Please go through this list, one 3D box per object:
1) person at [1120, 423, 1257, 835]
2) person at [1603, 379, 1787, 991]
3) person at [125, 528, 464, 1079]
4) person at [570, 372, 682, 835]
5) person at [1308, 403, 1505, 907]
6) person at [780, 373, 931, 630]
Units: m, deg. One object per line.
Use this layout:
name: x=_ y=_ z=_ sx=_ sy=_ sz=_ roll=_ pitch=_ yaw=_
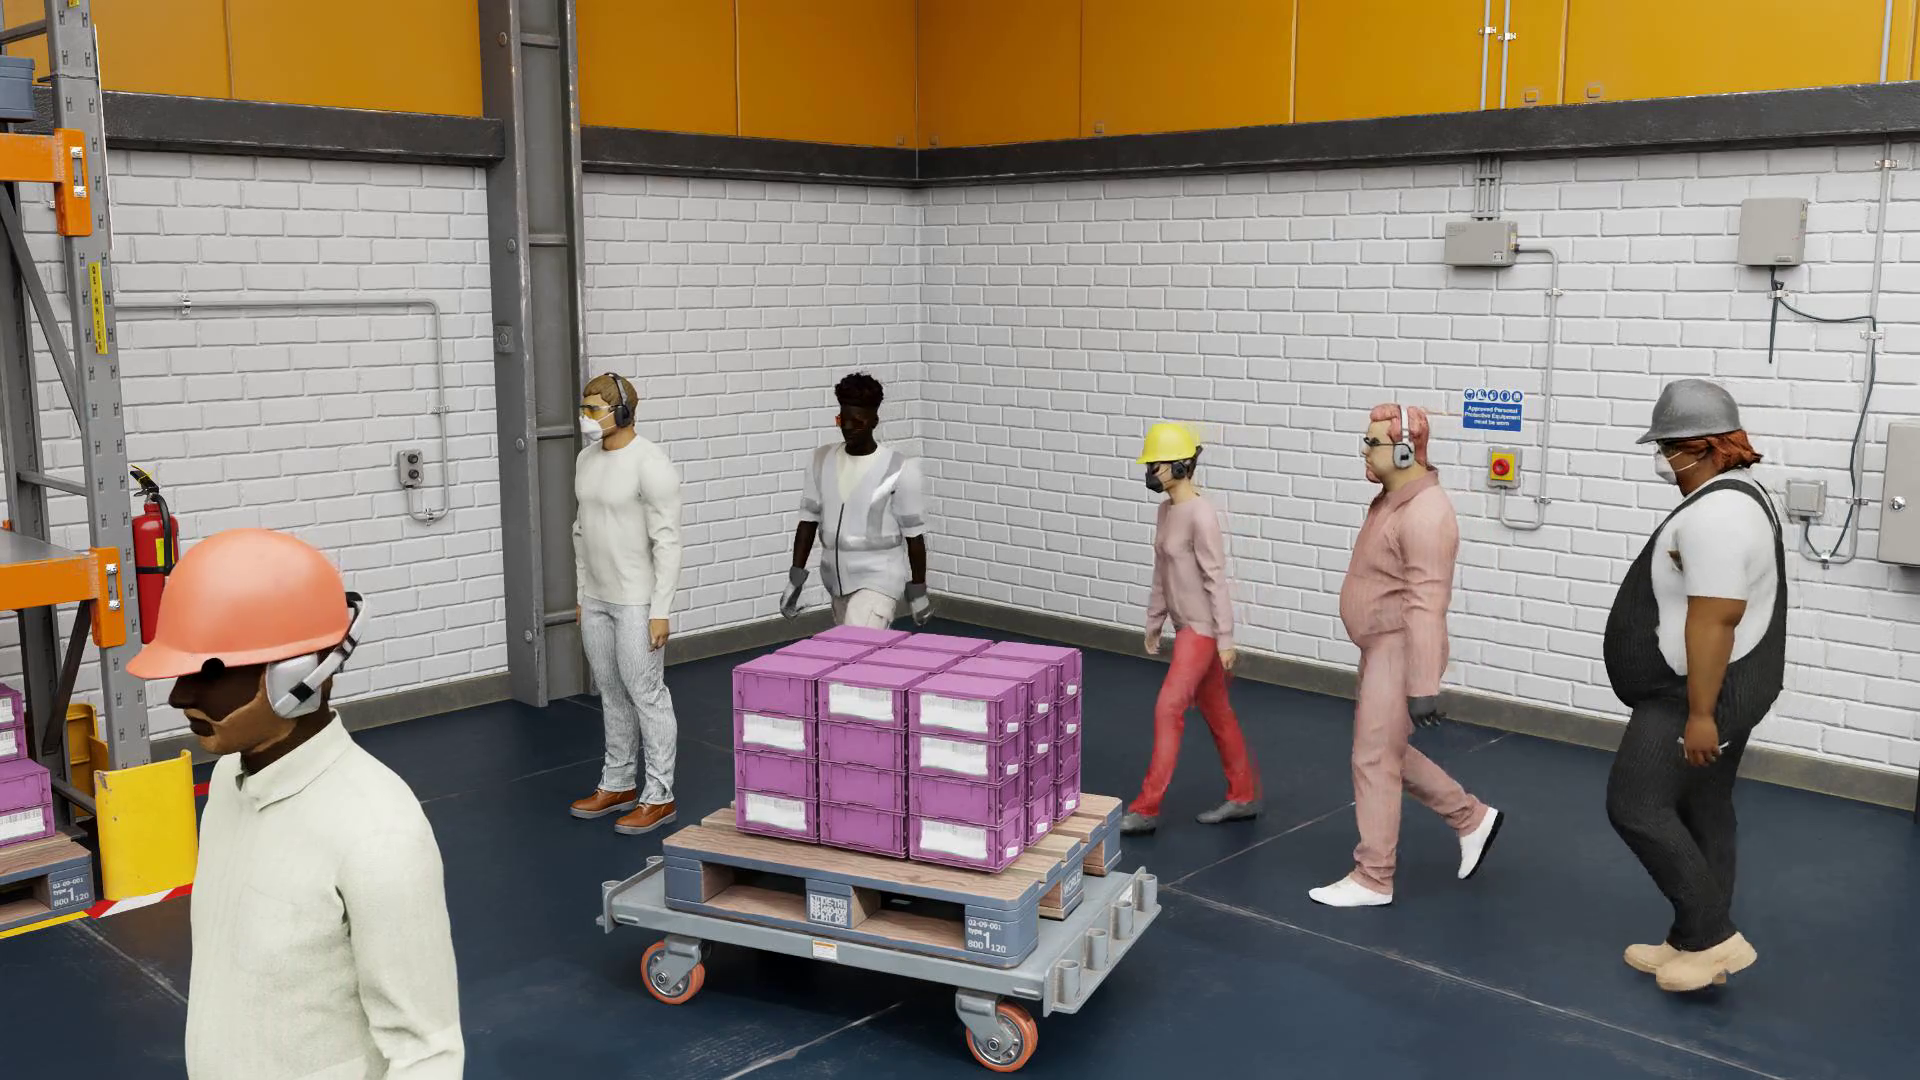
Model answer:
person: x=0.900 y=0.375 z=6.949 sx=0.831 sy=1.719 sz=0.533 roll=-1 pitch=9 yaw=-9
person: x=2.391 y=0.468 z=5.441 sx=0.540 sy=2.000 sz=0.716 roll=6 pitch=11 yaw=32
person: x=-1.001 y=0.963 z=2.556 sx=0.623 sy=1.990 sz=0.397 roll=9 pitch=13 yaw=43
person: x=-1.420 y=0.262 z=7.016 sx=0.636 sy=1.938 sz=0.355 roll=9 pitch=13 yaw=43
person: x=1.670 y=0.434 z=6.123 sx=0.646 sy=1.885 sz=0.649 roll=1 pitch=9 yaw=9
person: x=-0.410 y=0.175 z=7.751 sx=0.619 sy=1.924 sz=1.051 roll=6 pitch=11 yaw=34
